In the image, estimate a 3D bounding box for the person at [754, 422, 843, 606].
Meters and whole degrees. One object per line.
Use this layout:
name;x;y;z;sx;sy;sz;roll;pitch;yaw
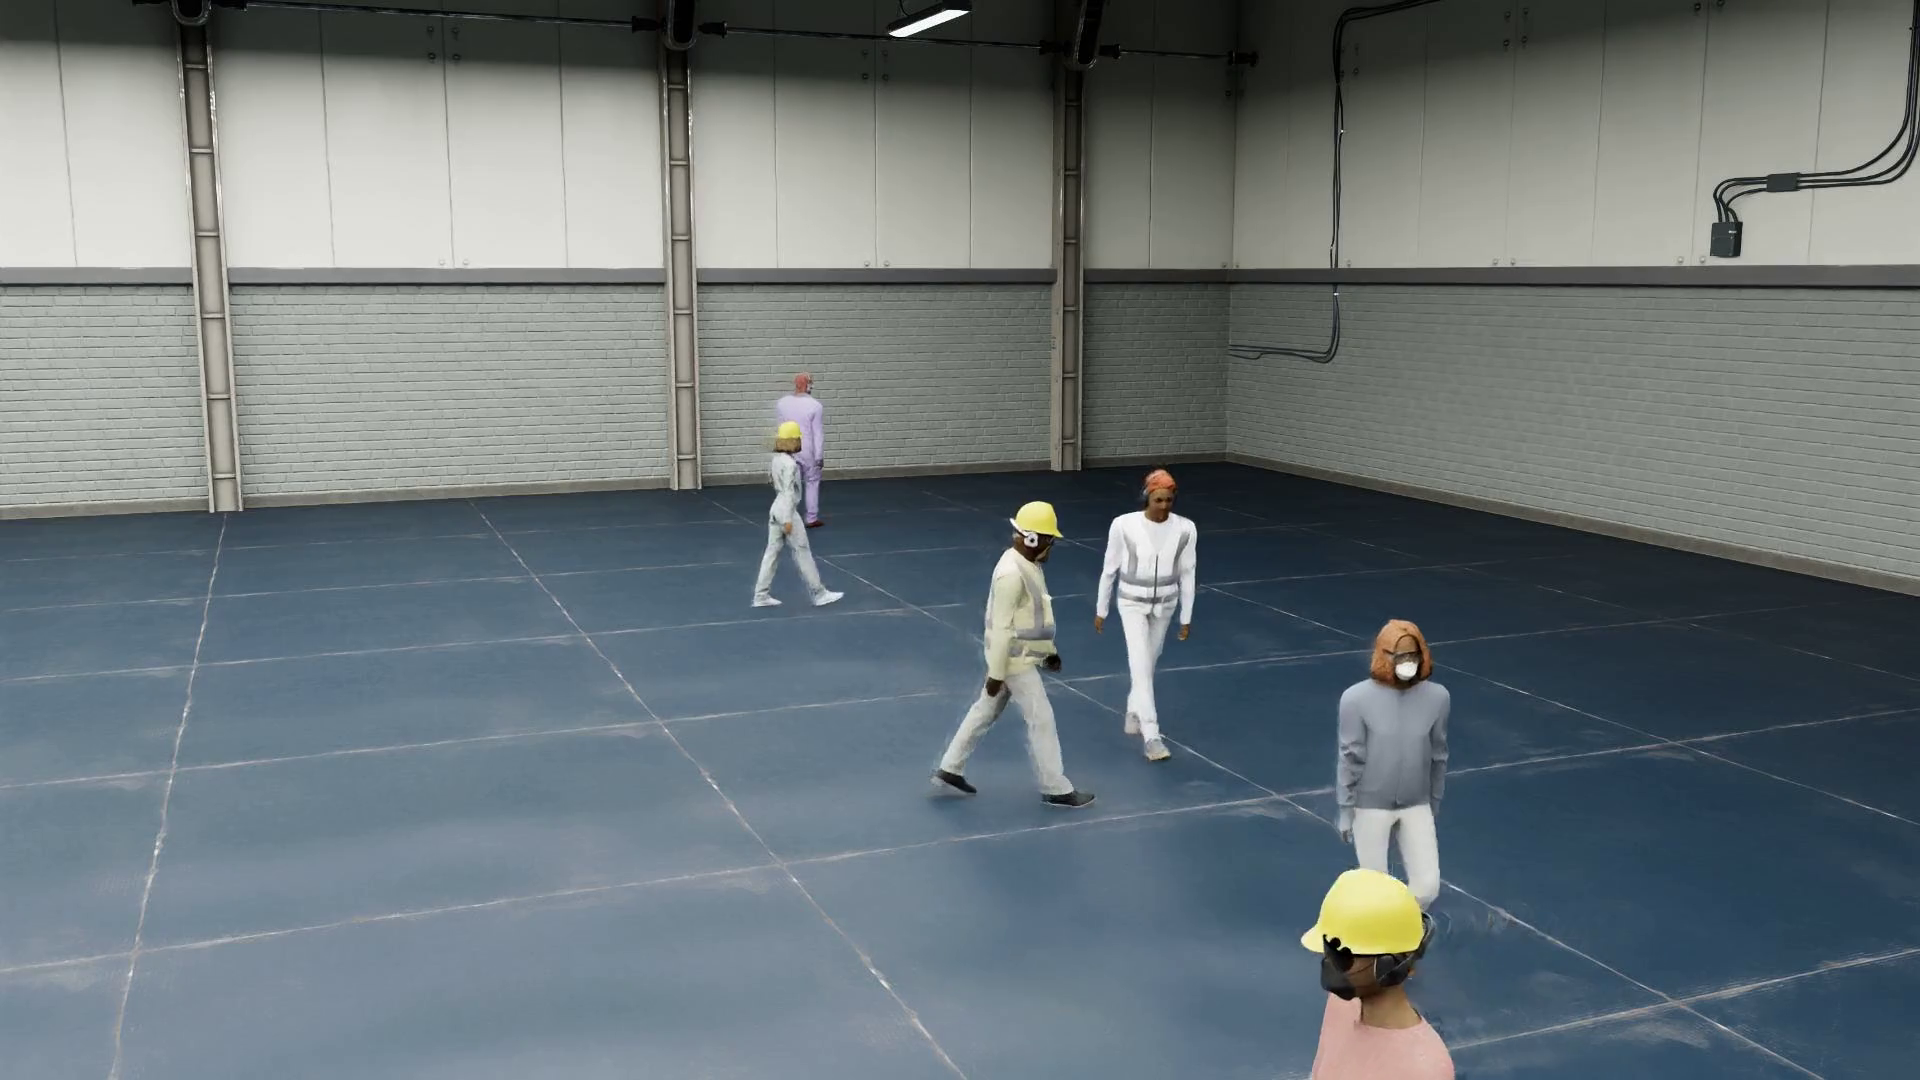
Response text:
person;-1.519;-0.231;15.233;0.820;1.699;0.504;-4;10;-23

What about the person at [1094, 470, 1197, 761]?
person;1.198;0.439;10.681;0.615;1.825;0.999;-2;9;-12

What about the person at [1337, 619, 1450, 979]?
person;1.807;1.132;6.932;0.505;1.622;0.343;-1;9;-5

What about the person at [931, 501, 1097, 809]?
person;0.278;0.653;9.487;0.950;1.780;0.614;1;9;6

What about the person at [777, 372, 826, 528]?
person;-1.901;-1.055;19.819;0.654;1.882;0.687;4;10;26

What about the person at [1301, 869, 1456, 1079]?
person;0.837;1.581;3.744;0.862;1.722;0.542;-1;9;-7
